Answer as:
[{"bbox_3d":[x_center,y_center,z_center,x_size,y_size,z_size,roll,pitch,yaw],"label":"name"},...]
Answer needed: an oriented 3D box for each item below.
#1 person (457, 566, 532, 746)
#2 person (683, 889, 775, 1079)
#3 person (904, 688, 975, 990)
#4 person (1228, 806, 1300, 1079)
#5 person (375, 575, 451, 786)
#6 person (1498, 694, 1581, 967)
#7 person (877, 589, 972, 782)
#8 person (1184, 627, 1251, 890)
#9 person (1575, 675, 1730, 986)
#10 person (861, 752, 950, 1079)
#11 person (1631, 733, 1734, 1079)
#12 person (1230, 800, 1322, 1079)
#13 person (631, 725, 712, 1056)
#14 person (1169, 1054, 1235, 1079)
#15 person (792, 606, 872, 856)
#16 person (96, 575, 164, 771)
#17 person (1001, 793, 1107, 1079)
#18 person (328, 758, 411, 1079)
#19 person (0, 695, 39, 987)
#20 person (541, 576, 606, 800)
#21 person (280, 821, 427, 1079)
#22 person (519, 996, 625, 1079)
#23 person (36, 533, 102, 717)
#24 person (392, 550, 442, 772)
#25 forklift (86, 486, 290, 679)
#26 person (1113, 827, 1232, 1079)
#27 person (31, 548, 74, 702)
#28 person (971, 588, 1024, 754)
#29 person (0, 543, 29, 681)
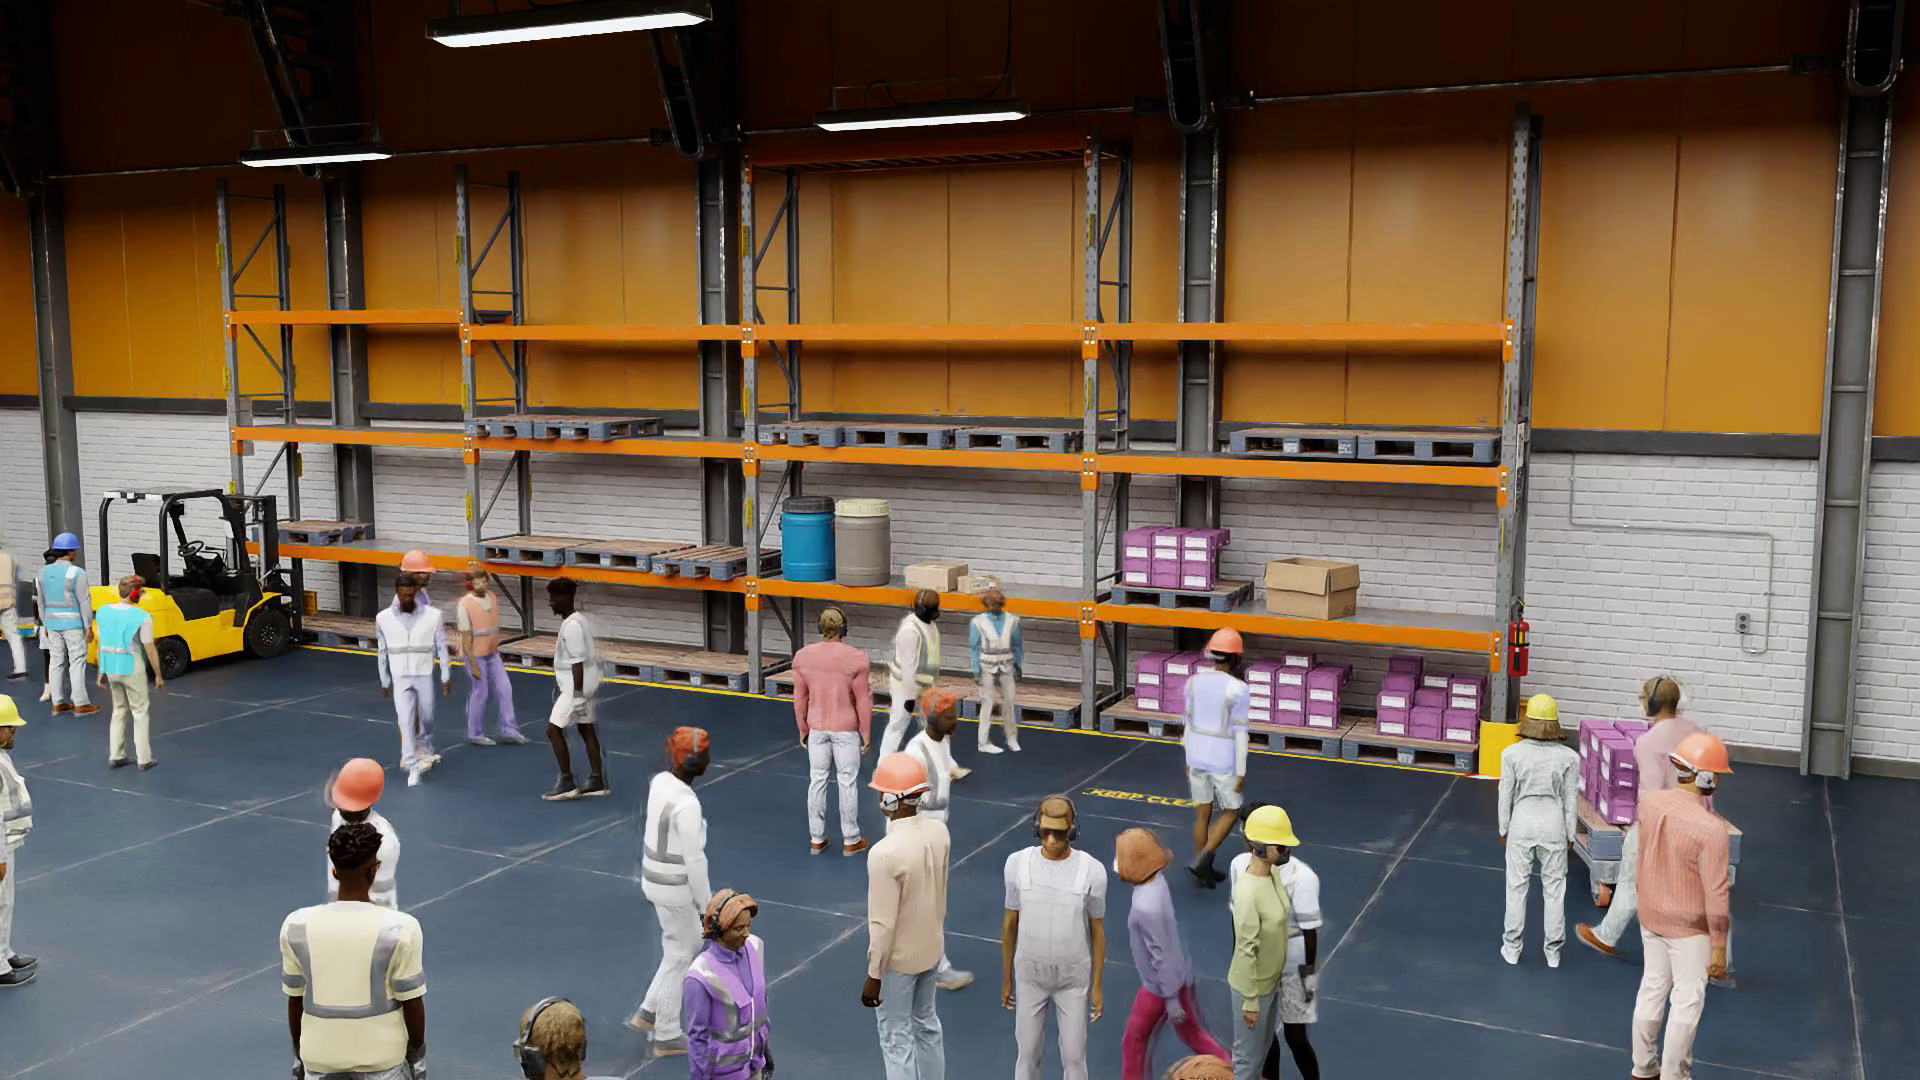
[{"bbox_3d":[-4.514,1.143,16.073,0.759,1.800,0.623,2,7,19],"label":"person"},{"bbox_3d":[-0.999,2.302,7.216,0.325,1.631,0.519,4,8,27],"label":"person"},{"bbox_3d":[-0.180,1.830,10.284,0.687,1.860,0.579,2,7,15],"label":"person"},{"bbox_3d":[1.460,2.140,8.005,0.316,1.766,0.533,3,8,24],"label":"person"},{"bbox_3d":[-4.966,1.221,15.132,0.642,1.886,0.866,-2,7,-16],"label":"person"},{"bbox_3d":[3.675,1.841,10.595,0.484,1.738,0.320,2,7,15],"label":"person"},{"bbox_3d":[-0.350,1.315,14.806,0.925,1.778,0.653,3,7,22],"label":"person"},{"bbox_3d":[1.821,1.590,11.982,0.553,1.912,0.629,6,9,41],"label":"person"},{"bbox_3d":[4.413,1.789,10.436,0.635,1.888,1.020,-4,8,-29],"label":"person"},{"bbox_3d":[-0.276,2.015,8.095,0.381,1.993,0.622,4,8,30],"label":"person"},{"bbox_3d":[3.731,1.967,8.571,0.412,1.980,0.630,-2,7,-16],"label":"person"},{"bbox_3d":[1.588,2.133,8.390,0.355,1.682,0.553,-6,9,-41],"label":"person"},{"bbox_3d":[-1.556,1.944,9.204,0.407,1.867,0.601,-3,8,-24],"label":"person"},{"bbox_3d":[0.813,2.514,5.660,0.888,1.581,0.496,-1,7,-7],"label":"person"},{"bbox_3d":[-0.972,1.471,12.823,0.630,1.940,0.372,2,7,14],"label":"person"},{"bbox_3d":[-7.626,1.230,15.265,0.588,1.828,0.471,2,7,16],"label":"person"},{"bbox_3d":[0.444,2.108,7.948,0.505,1.845,0.346,1,7,11],"label":"person"},{"bbox_3d":[-3.031,2.021,8.490,0.381,1.896,0.662,-6,9,-40],"label":"person"},{"bbox_3d":[-5.921,1.847,10.226,0.403,1.816,0.605,-4,8,-31],"label":"person"},{"bbox_3d":[-3.393,1.279,14.387,0.667,1.936,0.614,0,7,-3],"label":"person"},{"bbox_3d":[-2.556,2.161,7.063,0.598,1.958,0.373,0,7,-1],"label":"person"},{"bbox_3d":[-1.251,2.393,5.272,0.383,1.928,0.636,4,8,30],"label":"person"},{"bbox_3d":[-9.422,0.892,17.579,0.616,1.942,0.408,2,7,14],"label":"person"},{"bbox_3d":[-5.017,1.106,15.410,0.396,2.042,0.610,0,7,1],"label":"person"},{"bbox_3d":[-9.426,0.454,20.179,1.214,2.155,2.313,3,8,26],"label":"forklift"},{"bbox_3d":[1.073,2.199,8.257,0.828,1.591,0.522,2,7,15],"label":"person"},{"bbox_3d":[-9.911,0.930,18.282,0.533,1.697,0.318,-2,7,-12],"label":"person"},{"bbox_3d":[0.357,1.248,15.959,0.550,1.619,0.375,-2,7,-19],"label":"person"},{"bbox_3d":[-11.247,0.761,19.388,0.972,1.767,0.605,4,8,27],"label":"person"}]
